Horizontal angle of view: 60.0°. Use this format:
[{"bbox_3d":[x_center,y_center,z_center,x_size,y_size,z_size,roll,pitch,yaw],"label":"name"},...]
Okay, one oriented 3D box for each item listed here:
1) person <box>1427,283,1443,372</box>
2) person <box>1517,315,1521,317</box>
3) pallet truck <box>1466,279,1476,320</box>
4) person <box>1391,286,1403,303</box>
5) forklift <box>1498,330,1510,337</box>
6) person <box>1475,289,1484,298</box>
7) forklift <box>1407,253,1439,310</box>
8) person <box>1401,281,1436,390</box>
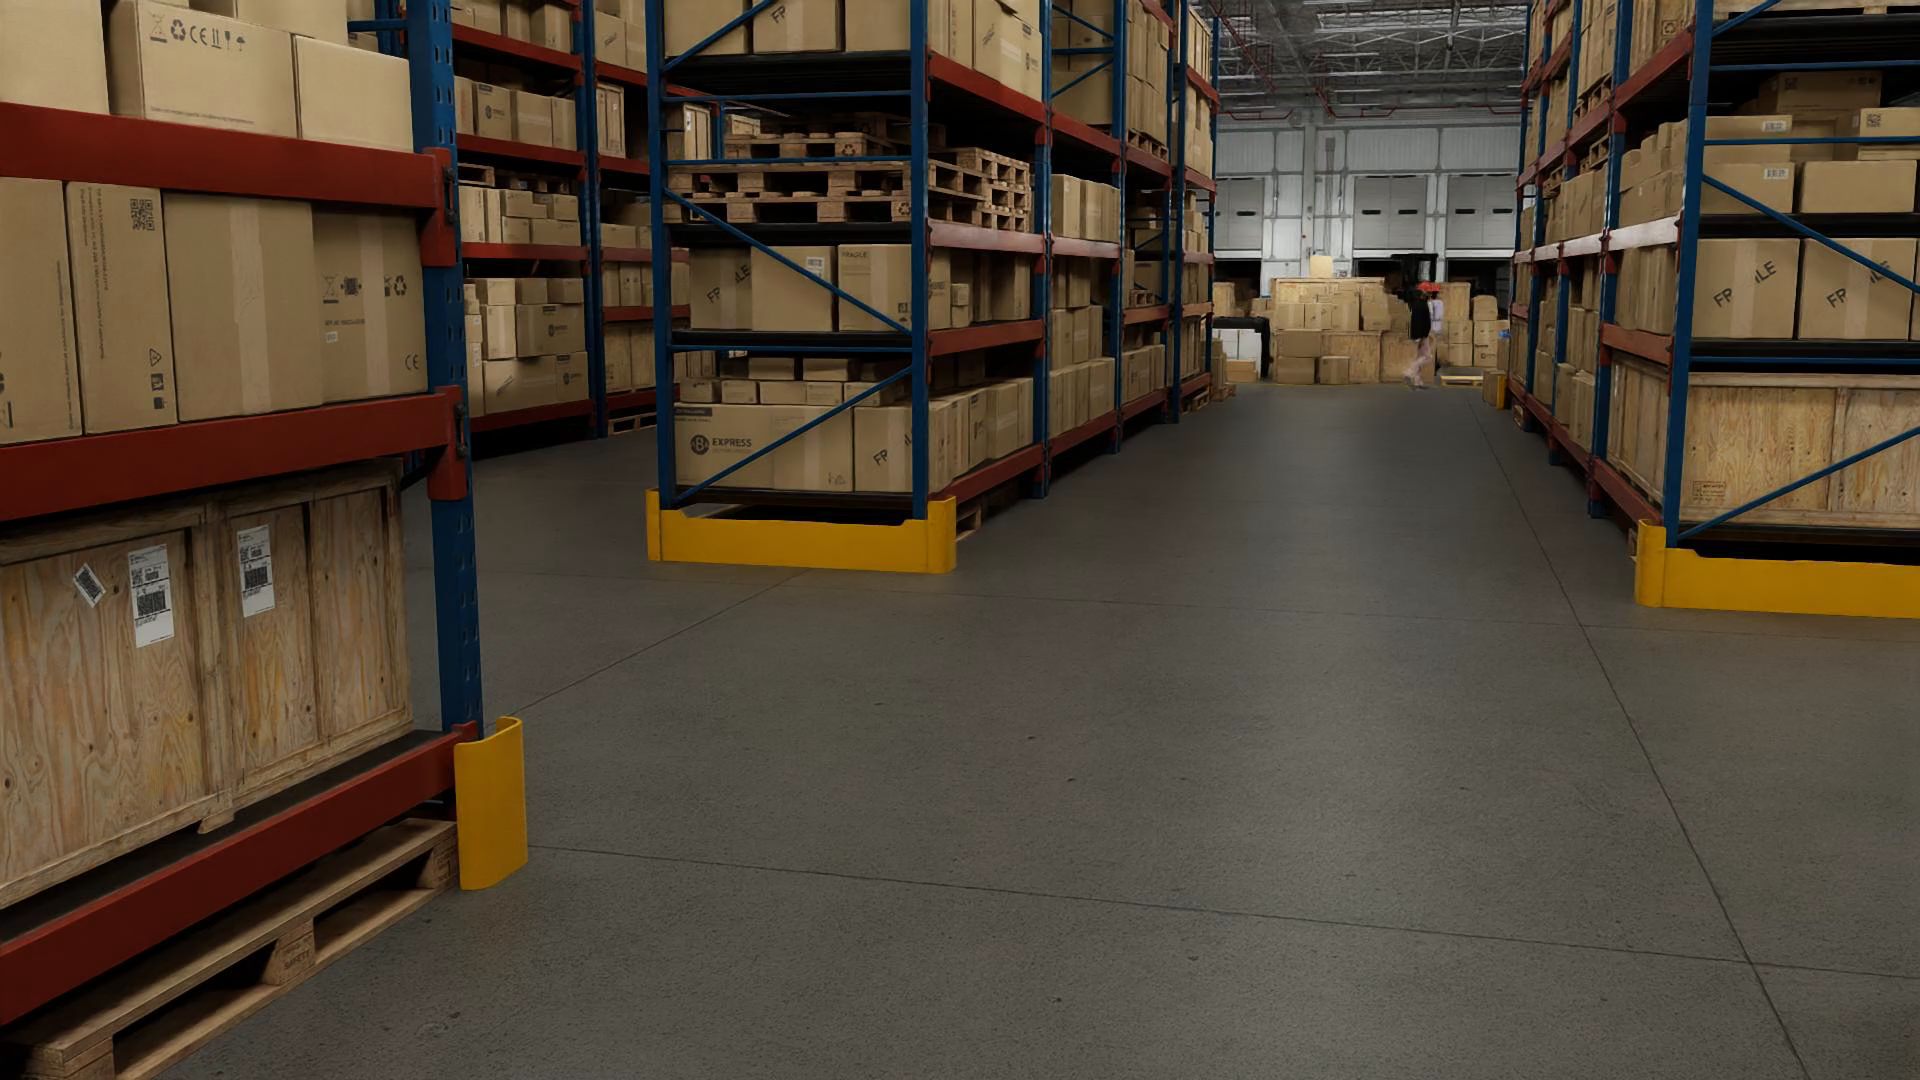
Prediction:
[{"bbox_3d":[9.765,-4.337,34.361,0.553,1.922,0.441,-8,12,-40],"label":"person"},{"bbox_3d":[14.140,-5.530,41.892,0.631,1.940,0.372,-7,11,-36],"label":"person"},{"bbox_3d":[18.896,-8.459,60.307,1.885,1.965,0.823,5,10,31],"label":"pallet truck"},{"bbox_3d":[9.666,-4.699,36.913,0.429,1.845,0.621,-1,9,-7],"label":"person"},{"bbox_3d":[10.330,-3.936,28.776,1.873,2.768,1.129,2,9,15],"label":"forklift"},{"bbox_3d":[17.330,-7.564,55.616,0.476,1.678,0.542,-5,10,-29],"label":"person"},{"bbox_3d":[14.972,-7.886,53.875,1.129,2.768,1.873,-3,9,-19],"label":"forklift"},{"bbox_3d":[8.311,-3.683,30.057,0.508,1.972,0.614,0,9,2],"label":"person"}]
